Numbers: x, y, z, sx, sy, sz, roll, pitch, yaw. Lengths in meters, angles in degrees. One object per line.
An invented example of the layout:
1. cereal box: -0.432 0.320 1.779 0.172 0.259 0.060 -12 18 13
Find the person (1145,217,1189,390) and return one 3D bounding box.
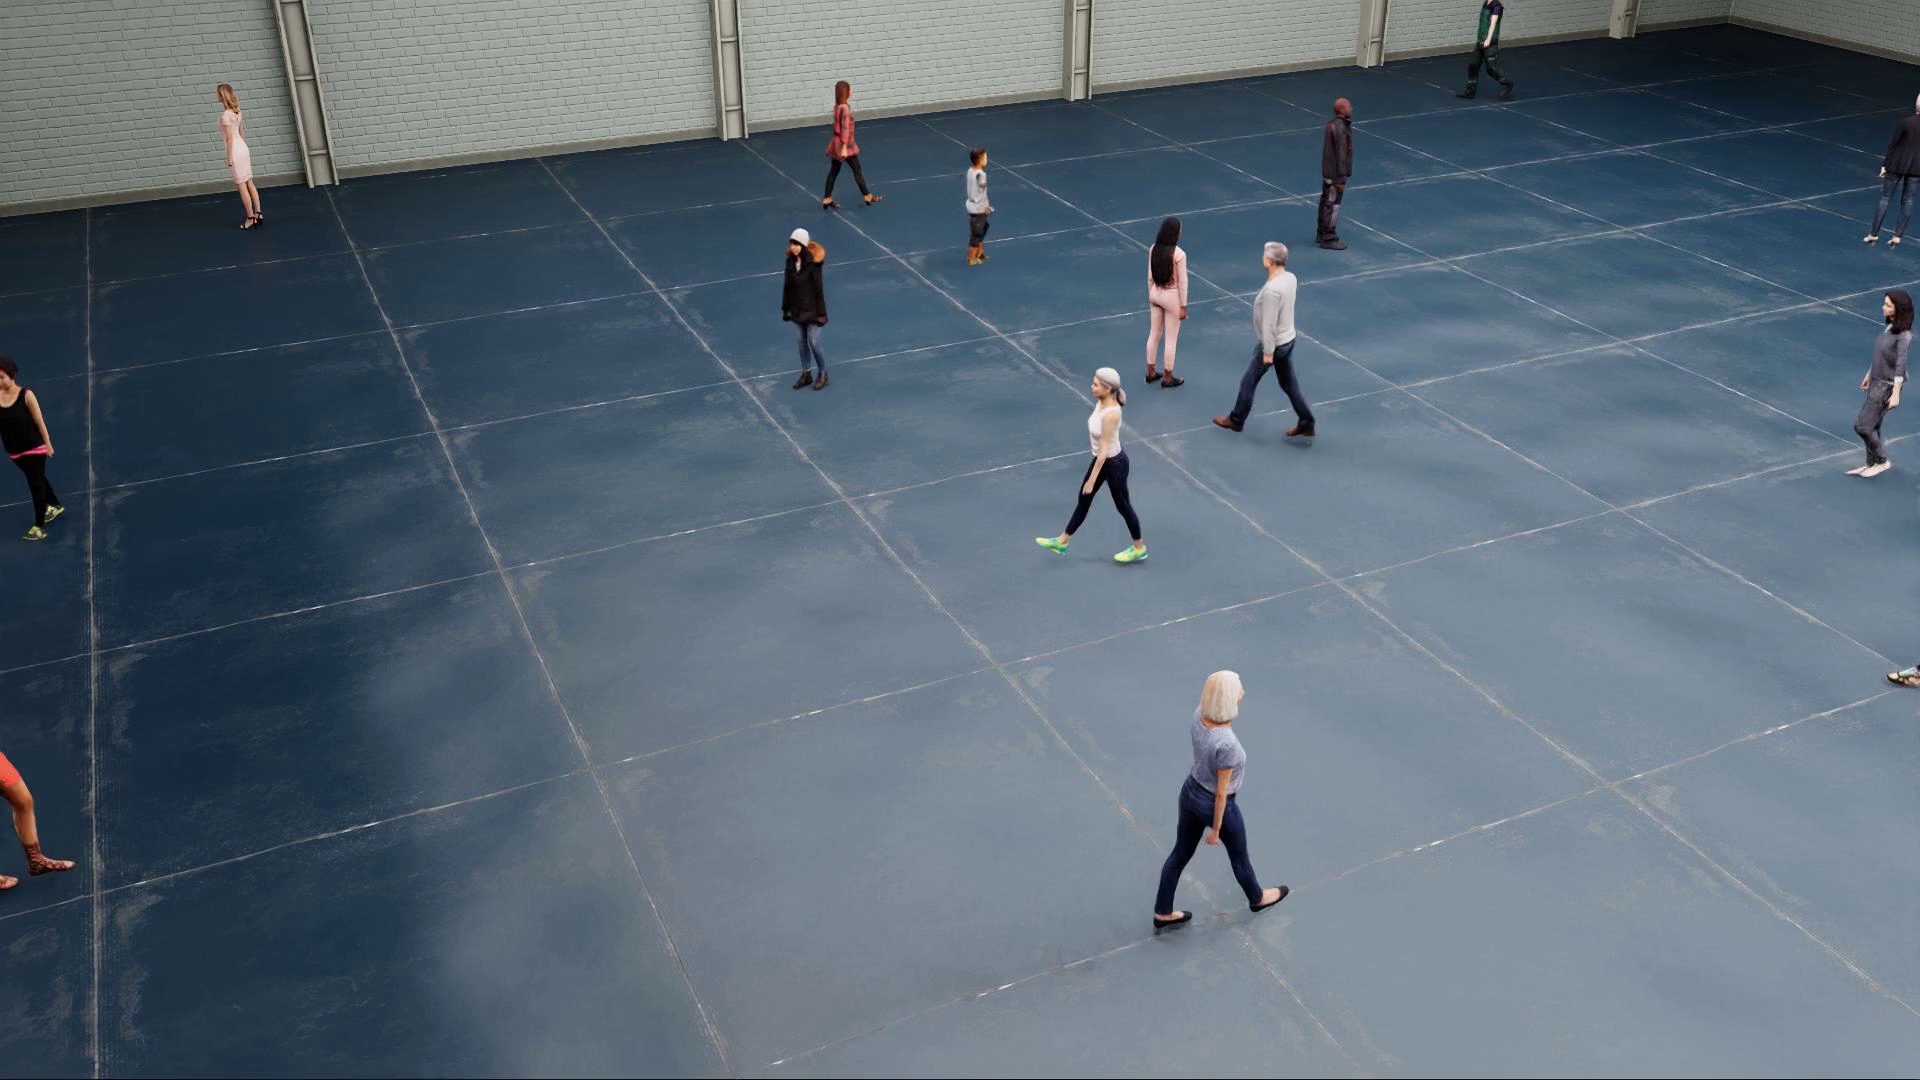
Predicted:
1. person: 2.041 -2.354 16.496 0.638 1.722 0.678 -23 36 -37

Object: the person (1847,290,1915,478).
1. person: 8.173 -1.320 14.533 0.809 1.742 0.776 6 29 11

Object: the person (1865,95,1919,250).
1. person: 10.555 -4.162 18.620 0.819 1.781 0.790 9 29 17

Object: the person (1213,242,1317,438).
1. person: 2.969 -1.767 15.244 1.234 1.863 1.295 17 32 29

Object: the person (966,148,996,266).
1. person: 0.150 -4.021 19.921 0.633 1.444 0.618 -15 32 -27

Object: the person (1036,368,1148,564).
1. person: 1.275 -0.554 13.180 1.205 1.662 0.862 -2 28 -5

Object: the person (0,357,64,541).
1. person: -7.731 -0.822 13.832 0.963 1.522 0.932 4 28 8

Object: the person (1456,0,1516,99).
1. person: 8.738 -8.150 27.221 1.229 1.870 0.897 -4 28 -8

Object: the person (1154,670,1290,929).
1. person: 1.316 1.496 9.306 1.023 1.685 0.563 -13 30 -22

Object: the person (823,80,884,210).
1. person: -1.609 -5.125 21.763 1.019 1.662 0.674 -11 30 -19

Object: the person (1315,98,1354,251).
1. person: 4.597 -4.527 20.467 0.731 1.826 0.771 -2 28 -3

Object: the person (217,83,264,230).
1. person: -9.152 -4.867 21.101 0.658 1.830 0.648 3 28 5

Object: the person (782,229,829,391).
1. person: -1.500 -2.293 16.476 0.750 1.633 0.784 15 32 26
